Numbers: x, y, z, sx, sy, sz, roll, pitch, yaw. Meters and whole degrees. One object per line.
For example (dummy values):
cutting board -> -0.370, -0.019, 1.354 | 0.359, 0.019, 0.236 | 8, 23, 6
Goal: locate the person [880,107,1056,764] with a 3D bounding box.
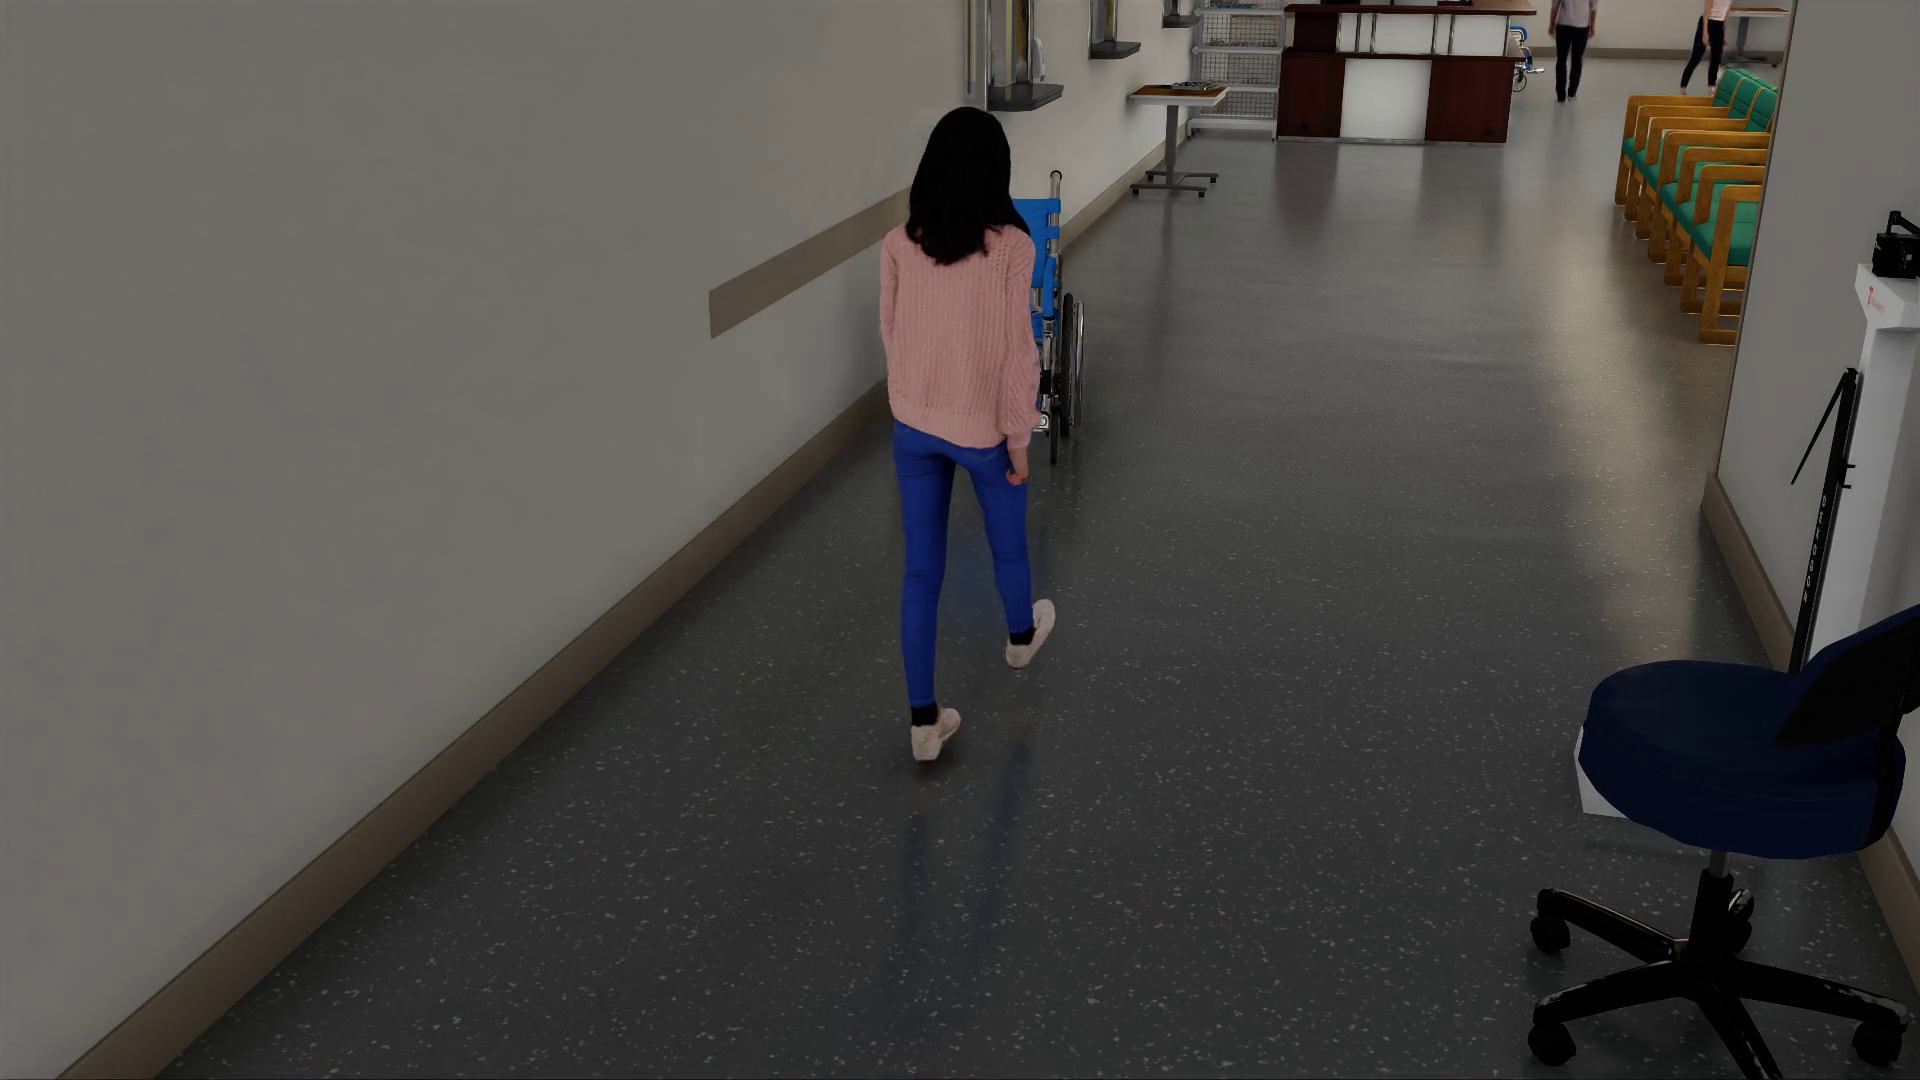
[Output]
person -> -0.047, -0.229, 4.460 | 1.055, 1.728, 0.820 | 9, 22, 21

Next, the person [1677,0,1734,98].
person -> 9.149, -6.183, 20.224 | 0.800, 1.696, 0.864 | -11, 23, -27

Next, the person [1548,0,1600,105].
person -> 7.381, -6.175, 20.043 | 0.970, 1.810, 0.761 | 6, 22, 16
